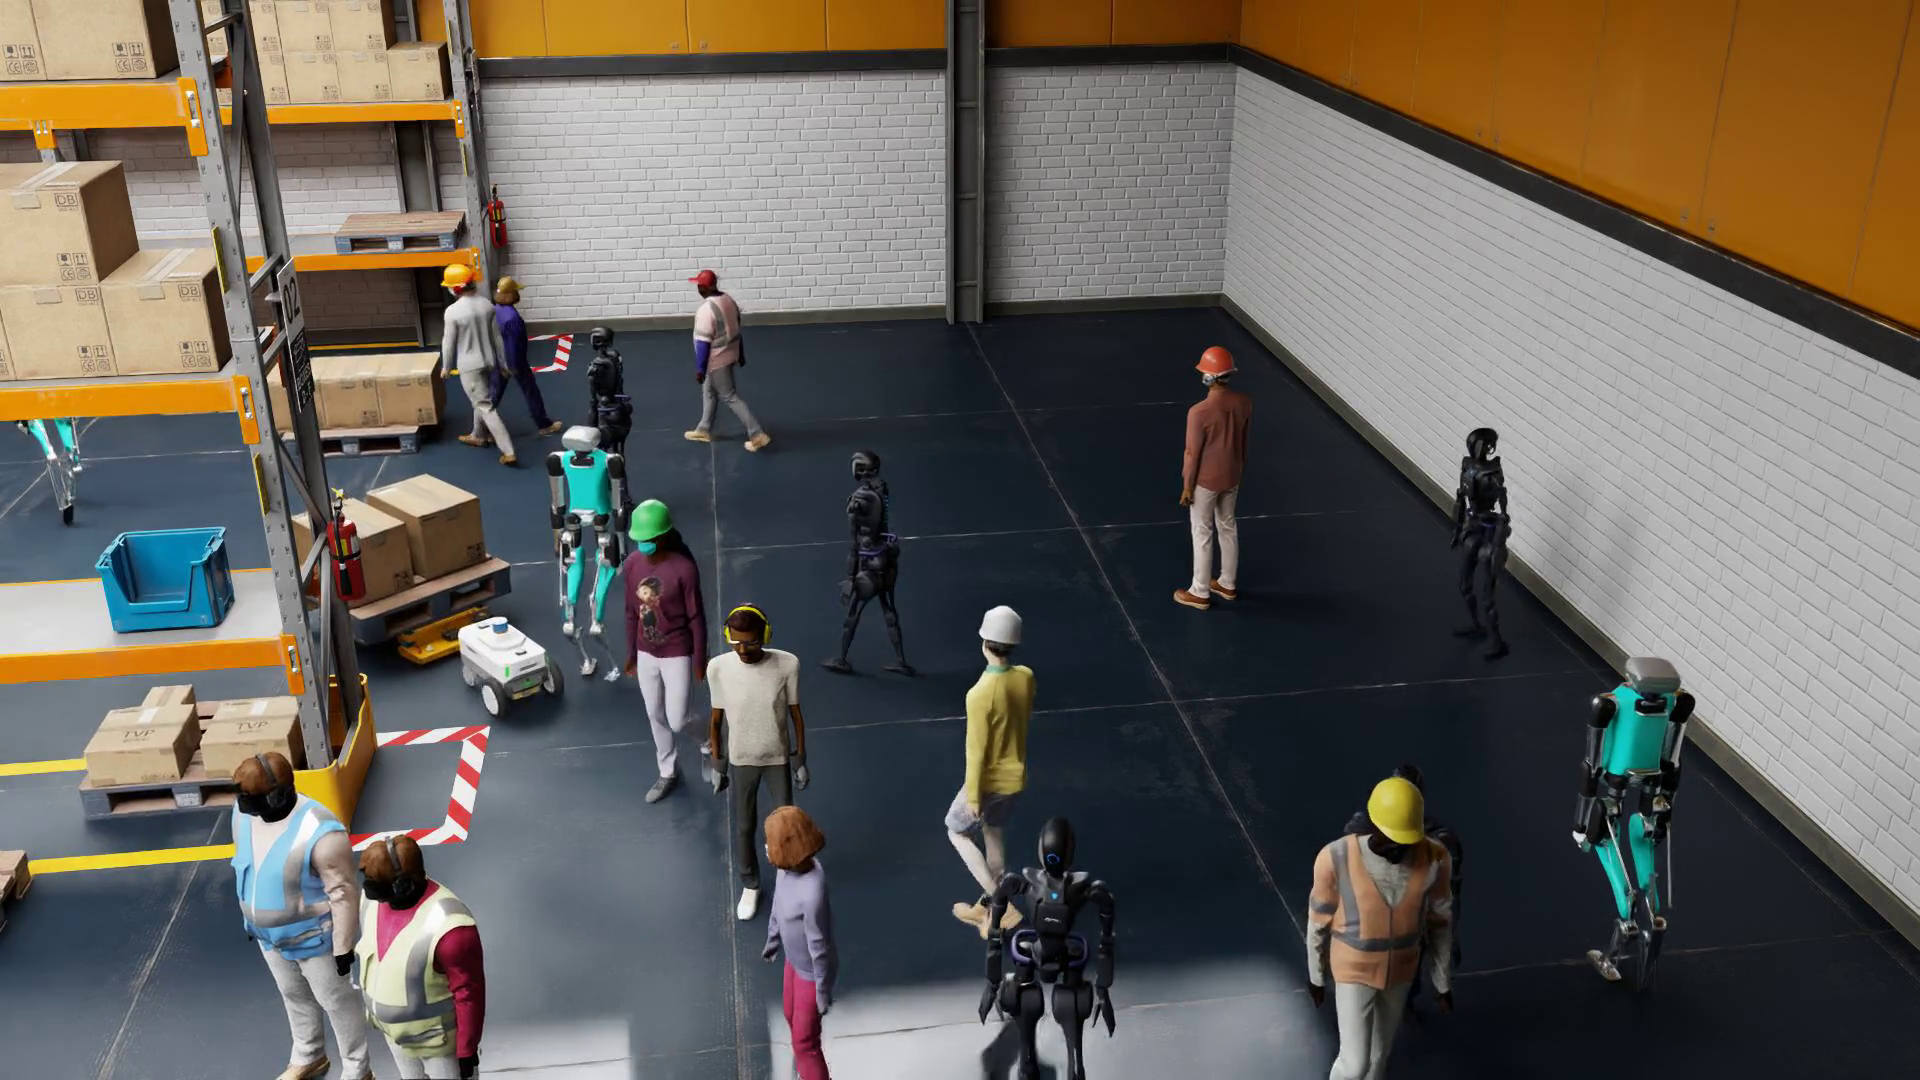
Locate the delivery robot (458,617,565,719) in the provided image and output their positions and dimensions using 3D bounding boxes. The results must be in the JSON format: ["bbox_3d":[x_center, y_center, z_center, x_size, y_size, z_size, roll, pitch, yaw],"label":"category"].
[{"bbox_3d":[-3.069,0.802,11.196,0.499,0.579,0.759,-20,31,-38],"label":"delivery robot"}]

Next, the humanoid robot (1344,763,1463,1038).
[{"bbox_3d":[2.041,1.750,7.716,0.596,1.622,0.795,8,25,17],"label":"humanoid robot"}]

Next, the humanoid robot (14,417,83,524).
[{"bbox_3d":[-7.584,-0.992,13.882,0.532,1.773,0.996,-15,28,-31],"label":"humanoid robot"}]

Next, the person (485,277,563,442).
[{"bbox_3d":[-4.241,-1.693,15.615,0.819,1.581,0.457,-21,31,-39],"label":"person"}]

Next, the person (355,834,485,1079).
[{"bbox_3d":[-2.214,2.005,6.877,0.624,1.839,0.430,16,28,33],"label":"person"}]

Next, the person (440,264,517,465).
[{"bbox_3d":[-4.372,-1.602,15.109,0.940,1.849,0.542,13,27,28],"label":"person"}]

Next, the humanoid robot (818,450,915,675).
[{"bbox_3d":[-0.646,0.157,11.301,0.652,1.637,0.602,10,26,22],"label":"humanoid robot"}]

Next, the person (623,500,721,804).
[{"bbox_3d":[-1.744,0.649,9.846,0.505,1.937,0.454,11,26,23],"label":"person"}]

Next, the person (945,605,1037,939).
[{"bbox_3d":[0.187,1.227,8.624,0.481,1.860,0.444,-21,31,-39],"label":"person"}]

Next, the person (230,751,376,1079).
[{"bbox_3d":[-2.961,1.754,7.449,0.625,1.840,0.430,12,26,25],"label":"person"}]

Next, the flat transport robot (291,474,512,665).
[{"bbox_3d":[-4.065,0.522,12.207,1.431,0.231,0.659,20,30,37],"label":"flat transport robot"}]

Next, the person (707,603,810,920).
[{"bbox_3d":[-1.053,1.172,8.761,0.521,1.855,0.337,-1,24,-2],"label":"person"}]

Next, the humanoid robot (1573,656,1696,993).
[{"bbox_3d":[3.362,1.541,8.197,0.541,1.904,0.713,-4,24,-9],"label":"humanoid robot"}]

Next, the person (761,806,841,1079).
[{"bbox_3d":[-0.697,1.897,7.399,0.322,1.613,0.517,-8,25,-17],"label":"person"}]

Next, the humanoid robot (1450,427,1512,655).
[{"bbox_3d":[3.681,-0.021,11.695,0.407,1.625,0.620,-7,25,-16],"label":"humanoid robot"}]

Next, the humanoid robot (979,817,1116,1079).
[{"bbox_3d":[0.379,1.941,7.212,0.605,1.647,0.368,2,24,4],"label":"humanoid robot"}]

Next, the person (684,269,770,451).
[{"bbox_3d":[-2.175,-1.663,15.400,0.919,1.710,0.623,8,25,17],"label":"person"}]

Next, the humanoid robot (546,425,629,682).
[{"bbox_3d":[-2.528,0.152,11.191,0.533,1.762,0.719,2,24,4],"label":"humanoid robot"}]

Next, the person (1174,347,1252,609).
[{"bbox_3d":[1.872,-0.468,12.329,0.608,1.987,0.399,-16,28,-32],"label":"person"}]

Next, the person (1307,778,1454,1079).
[{"bbox_3d":[1.801,1.855,7.126,0.601,1.913,0.452,-4,24,-9],"label":"person"}]

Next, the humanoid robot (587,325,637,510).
[{"bbox_3d":[-2.936,-1.008,13.936,0.346,1.644,0.584,6,24,13],"label":"humanoid robot"}]
